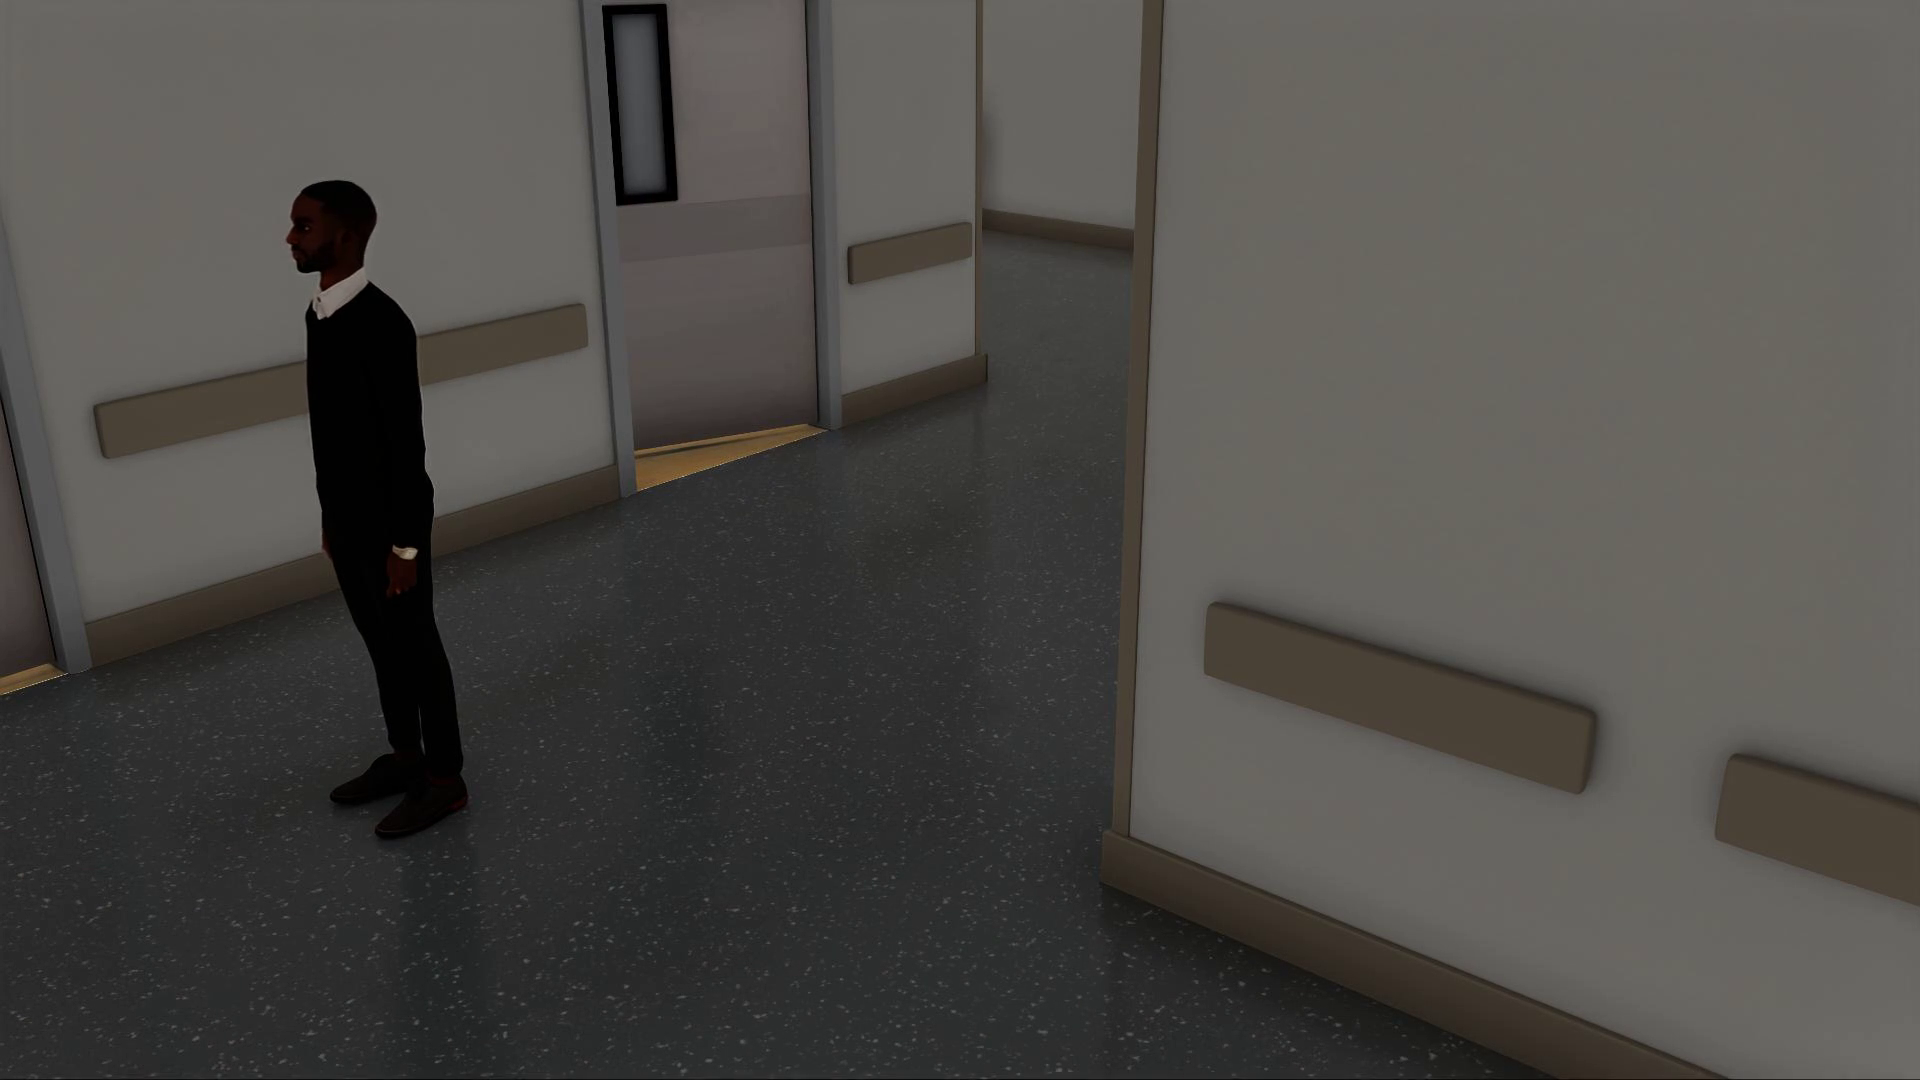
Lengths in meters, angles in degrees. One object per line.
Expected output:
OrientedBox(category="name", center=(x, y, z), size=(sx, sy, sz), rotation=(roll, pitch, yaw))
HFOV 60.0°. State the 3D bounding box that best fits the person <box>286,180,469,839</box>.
OrientedBox(category="person", center=(-1.586, -0.080, 4.565), size=(0.565, 1.809, 0.648), rotation=(-19, 28, -41))
